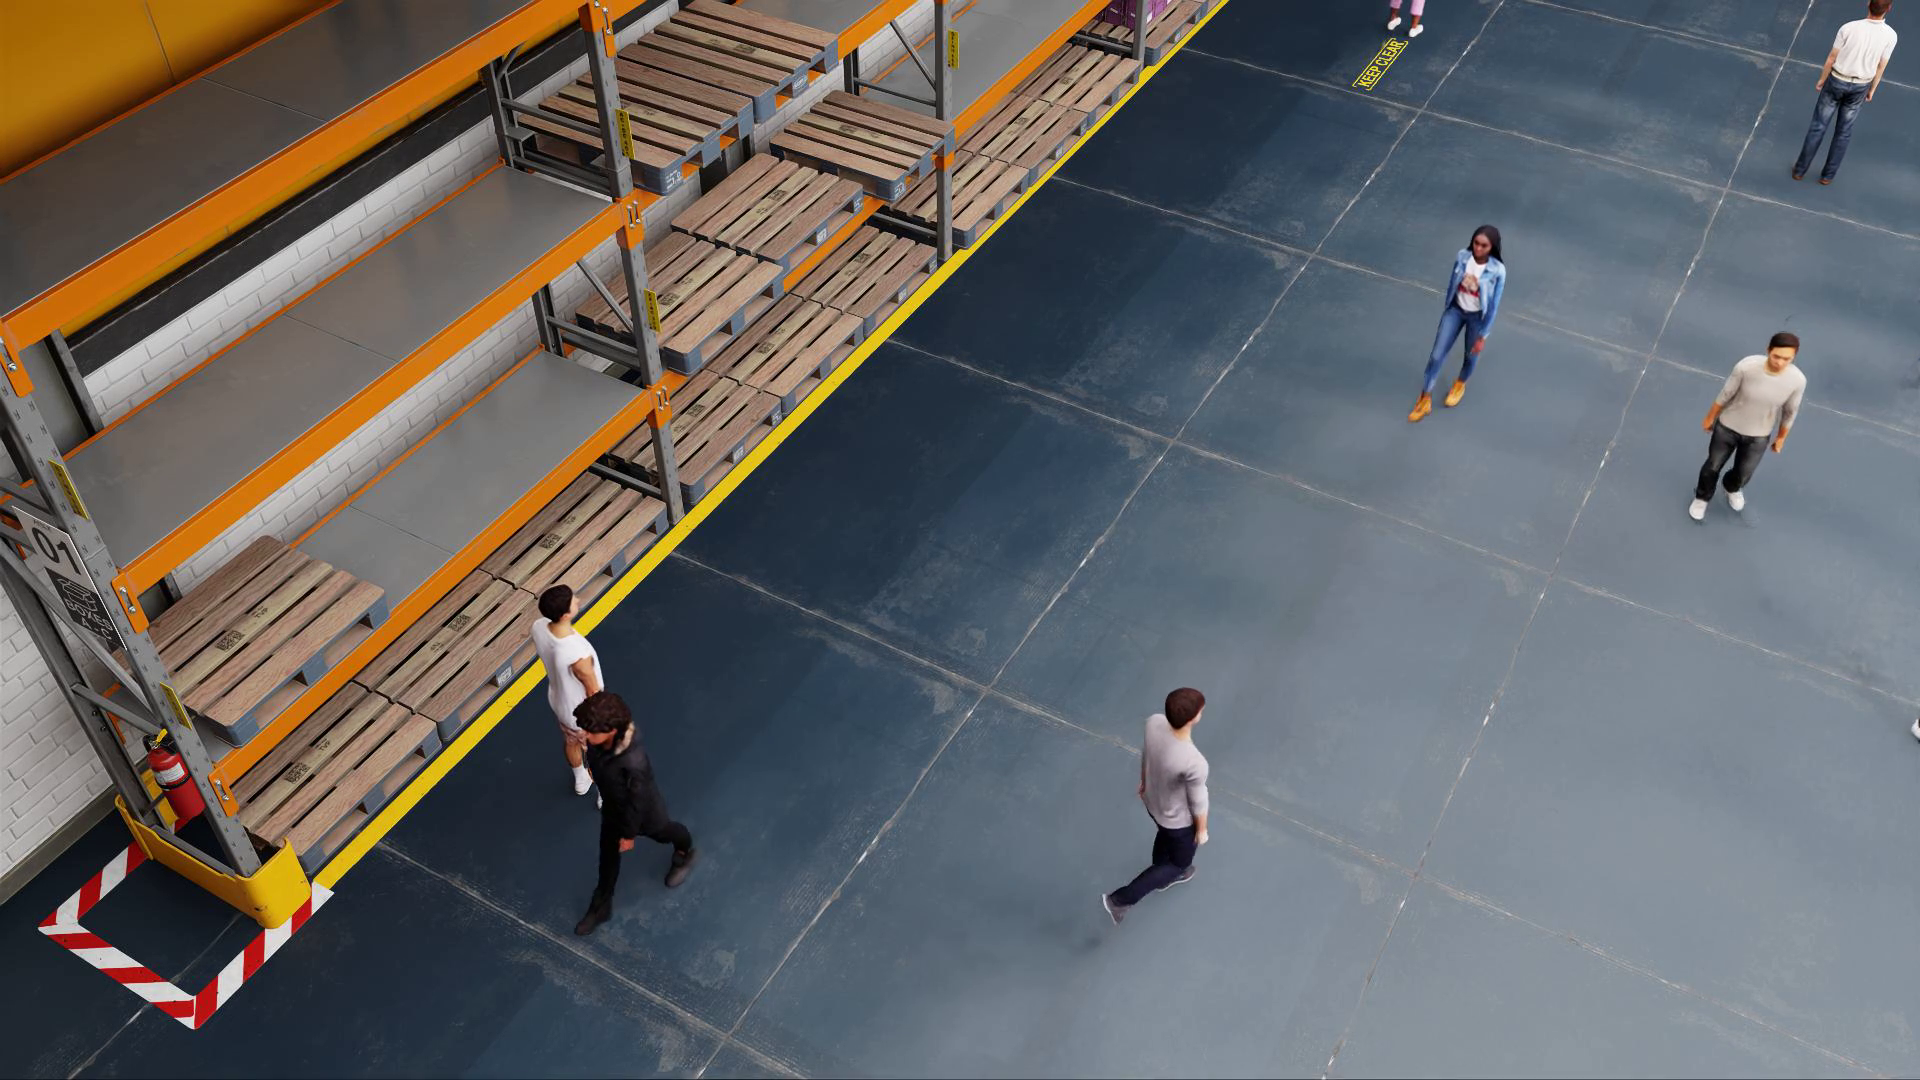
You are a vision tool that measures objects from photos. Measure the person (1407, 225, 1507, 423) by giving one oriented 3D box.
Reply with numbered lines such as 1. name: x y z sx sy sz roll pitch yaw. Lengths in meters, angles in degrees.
1. person: 3.982 -1.729 12.900 0.673 1.687 0.955 27 50 25

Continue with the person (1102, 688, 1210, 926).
1. person: 1.118 1.531 9.379 1.083 1.823 0.975 -18 46 -18

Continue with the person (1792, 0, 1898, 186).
1. person: 8.179 -4.171 15.346 0.701 1.849 0.629 13 45 13

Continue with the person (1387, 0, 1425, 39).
1. person: 4.828 -6.197 17.552 0.600 1.739 0.557 30 51 28

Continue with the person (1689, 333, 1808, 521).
1. person: 5.626 -0.840 11.905 0.746 1.773 0.825 15 46 15

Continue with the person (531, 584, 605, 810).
1. person: -2.317 0.957 10.007 0.691 1.788 0.656 33 53 30

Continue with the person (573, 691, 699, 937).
1. person: -1.808 1.463 9.521 0.691 1.726 1.134 27 50 25
